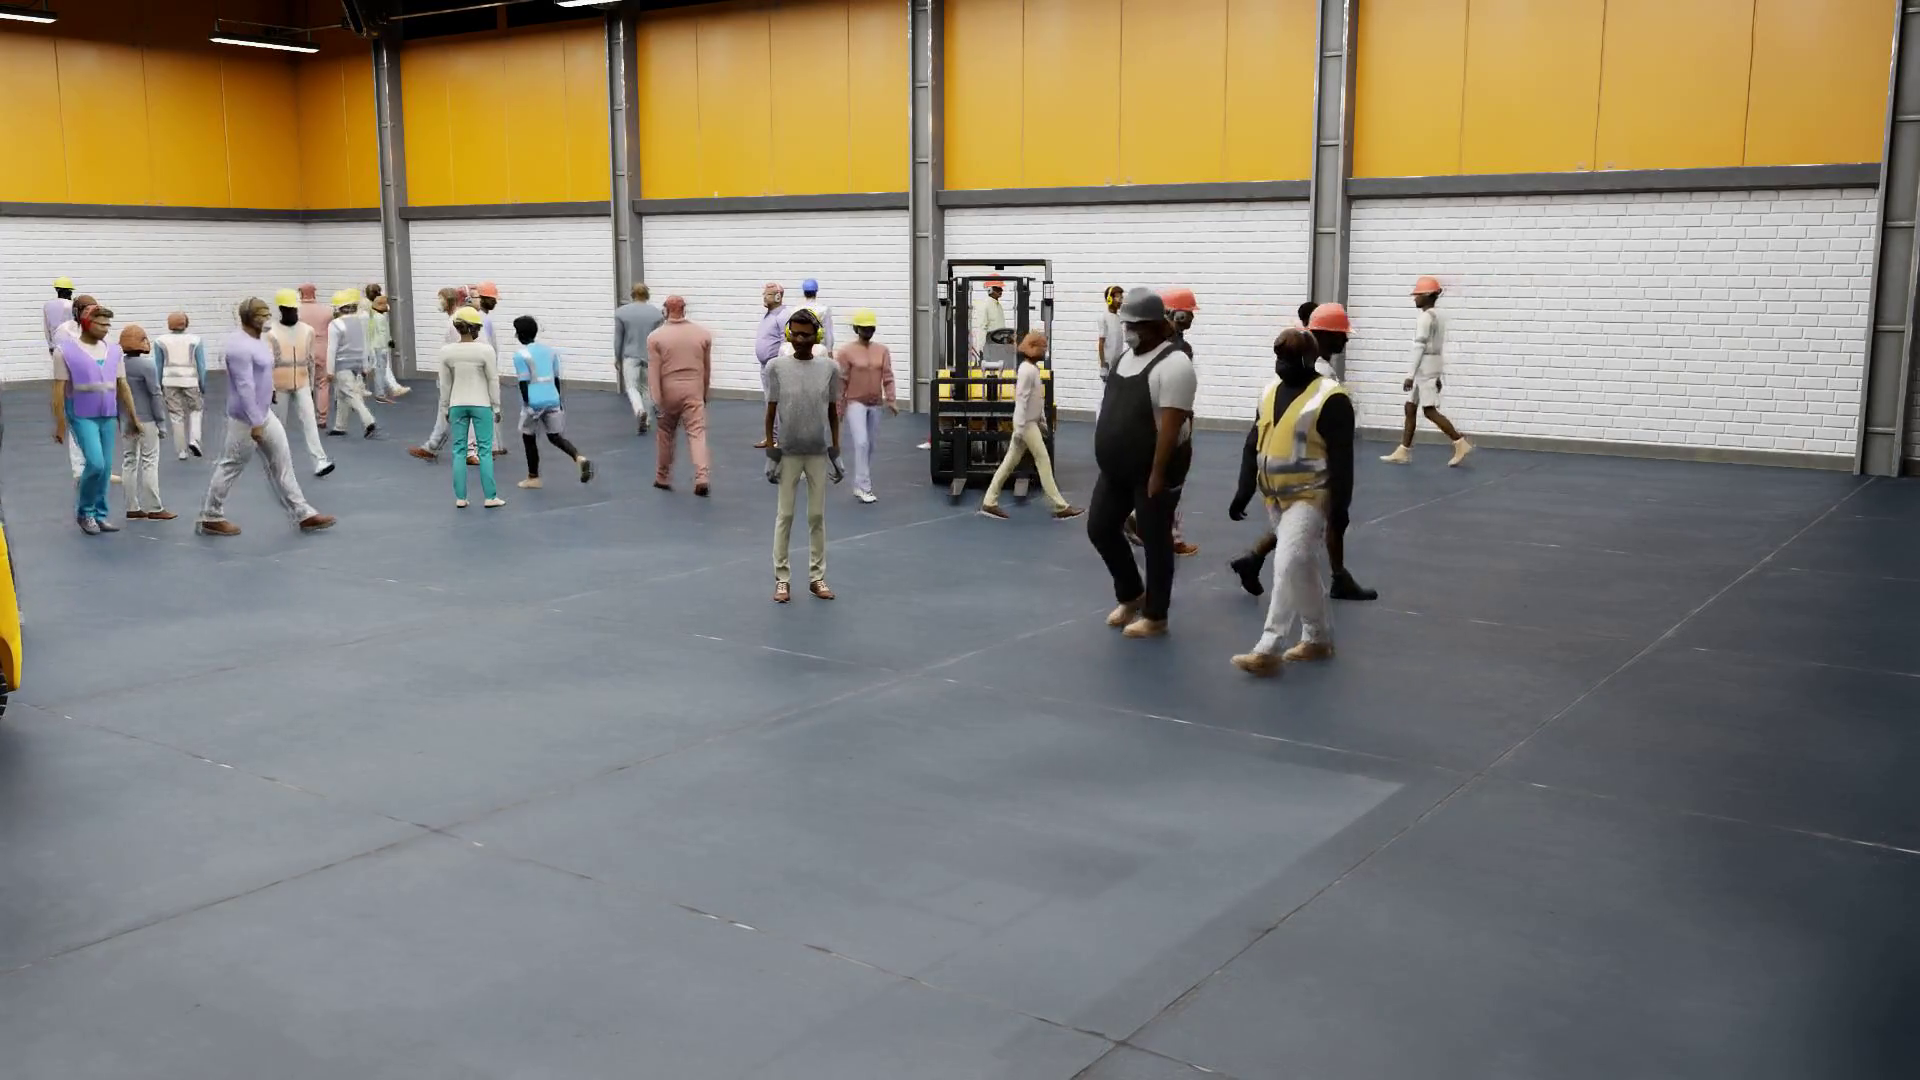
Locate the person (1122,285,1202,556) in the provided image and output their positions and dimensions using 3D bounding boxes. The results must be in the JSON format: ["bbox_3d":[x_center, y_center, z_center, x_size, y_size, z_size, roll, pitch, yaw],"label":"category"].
[{"bbox_3d":[1.491,-0.852,12.096,0.519,1.981,0.640,-3,10,-20],"label":"person"}]

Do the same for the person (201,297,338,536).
[{"bbox_3d":[-5.528,-0.960,13.066,1.040,1.883,0.656,-1,10,-3],"label":"person"}]

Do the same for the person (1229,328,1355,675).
[{"bbox_3d":[1.687,-0.201,8.765,0.879,1.808,0.633,-5,11,-26],"label":"person"}]

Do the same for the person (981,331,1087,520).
[{"bbox_3d":[0.585,-0.947,13.866,0.902,1.584,0.509,1,10,6],"label":"person"}]

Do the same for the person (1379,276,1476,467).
[{"bbox_3d":[4.969,-1.761,17.463,0.973,2.015,0.614,5,11,25],"label":"person"}]

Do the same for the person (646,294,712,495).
[{"bbox_3d":[-2.597,-1.351,15.483,0.641,1.861,1.003,-4,10,-24],"label":"person"}]

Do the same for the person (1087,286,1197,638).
[{"bbox_3d":[1.028,-0.446,9.521,0.539,2.000,0.689,-6,11,-33],"label":"person"}]

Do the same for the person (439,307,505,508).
[{"bbox_3d":[-4.275,-1.152,14.564,0.523,1.762,0.328,1,10,4],"label":"person"}]

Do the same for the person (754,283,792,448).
[{"bbox_3d":[-2.138,-1.980,19.040,0.411,1.913,0.643,-5,11,-29],"label":"person"}]

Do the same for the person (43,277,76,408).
[{"bbox_3d":[-13.115,-2.887,24.403,0.593,1.922,0.378,2,10,13],"label":"person"}]

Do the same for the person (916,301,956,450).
[{"bbox_3d":[-0.023,-1.863,18.897,0.906,1.724,0.542,5,11,25],"label":"person"}]

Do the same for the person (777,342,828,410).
[{"bbox_3d":[-1.537,-1.372,16.235,0.521,1.639,0.309,2,10,9],"label":"person"}]

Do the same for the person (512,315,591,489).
[{"bbox_3d":[-3.867,-1.278,15.604,0.716,1.664,0.543,6,11,30],"label":"person"}]

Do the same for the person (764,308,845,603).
[{"bbox_3d":[-0.993,-0.535,10.582,0.518,1.865,0.329,-3,10,-17],"label":"person"}]

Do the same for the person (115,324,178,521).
[{"bbox_3d":[-6.817,-0.970,13.842,0.503,1.636,0.277,3,10,19],"label":"person"}]

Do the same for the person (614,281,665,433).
[{"bbox_3d":[-3.990,-2.278,20.811,0.638,1.915,0.776,-4,10,-21],"label":"person"}]

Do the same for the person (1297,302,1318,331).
[{"bbox_3d":[4.005,-1.928,19.393,0.322,1.689,0.530,2,10,14],"label":"person"}]

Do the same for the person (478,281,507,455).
[{"bbox_3d":[-5.293,-1.918,18.608,0.381,1.931,0.548,-4,10,-24],"label":"person"}]

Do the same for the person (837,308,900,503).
[{"bbox_3d":[-0.790,-1.189,14.860,0.527,1.740,0.770,-6,12,-34],"label":"person"}]

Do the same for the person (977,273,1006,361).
[{"bbox_3d":[0.433,-2.508,21.933,0.379,1.996,0.611,4,10,24],"label":"person"}]

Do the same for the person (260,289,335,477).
[{"bbox_3d":[-6.660,-1.555,16.617,0.599,1.875,0.994,-9,13,-44],"label":"person"}]

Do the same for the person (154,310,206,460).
[{"bbox_3d":[-8.468,-1.679,18.089,0.509,1.623,0.364,-3,10,-19],"label":"person"}]

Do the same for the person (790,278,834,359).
[{"bbox_3d":[-1.988,-2.547,22.349,0.640,1.928,0.441,3,10,15],"label":"person"}]

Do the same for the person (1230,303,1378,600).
[{"bbox_3d":[2.197,-0.544,10.544,0.878,1.904,0.554,2,10,9],"label":"person"}]

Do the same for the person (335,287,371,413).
[{"bbox_3d":[-8.694,-2.694,23.649,0.612,1.795,0.763,-7,12,-36],"label":"person"}]

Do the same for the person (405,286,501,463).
[{"bbox_3d":[-5.467,-1.771,17.888,1.023,1.879,0.624,-3,10,-18],"label":"person"}]

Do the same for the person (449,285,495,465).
[{"bbox_3d":[-5.182,-1.752,17.694,0.408,1.907,0.653,-1,10,-5],"label":"person"}]

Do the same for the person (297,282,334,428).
[{"bbox_3d":[-8.411,-2.398,21.613,0.652,1.886,0.609,-4,10,-22],"label":"person"}]

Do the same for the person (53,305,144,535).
[{"bbox_3d":[-6.856,-0.944,13.159,0.467,1.812,0.596,4,10,22],"label":"person"}]

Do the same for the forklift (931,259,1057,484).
[{"bbox_3d":[0.370,-1.738,16.759,1.214,2.155,2.313,1,10,3],"label":"forklift"}]

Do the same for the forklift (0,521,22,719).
[{"bbox_3d":[-5.296,-0.090,6.943,1.214,2.155,2.313,7,12,35],"label":"forklift"}]

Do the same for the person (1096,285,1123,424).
[{"bbox_3d":[1.794,-2.049,19.568,0.328,1.874,0.518,6,11,30],"label":"person"}]

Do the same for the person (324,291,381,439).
[{"bbox_3d":[-7.407,-2.116,20.189,0.874,1.803,0.600,3,10,18],"label":"person"}]

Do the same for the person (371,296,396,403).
[{"bbox_3d":[-8.831,-2.914,25.428,0.279,1.632,0.502,-4,10,-24],"label":"person"}]

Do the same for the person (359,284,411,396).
[{"bbox_3d":[-9.288,-3.178,26.535,0.956,1.794,0.635,0,10,-3],"label":"person"}]

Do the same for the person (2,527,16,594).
[{"bbox_3d":[-6.038,-0.430,9.961,1.015,1.862,0.608,7,12,35],"label":"person"}]

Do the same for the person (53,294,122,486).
[{"bbox_3d":[-8.377,-1.436,16.018,0.429,1.839,0.632,2,10,12],"label":"person"}]
